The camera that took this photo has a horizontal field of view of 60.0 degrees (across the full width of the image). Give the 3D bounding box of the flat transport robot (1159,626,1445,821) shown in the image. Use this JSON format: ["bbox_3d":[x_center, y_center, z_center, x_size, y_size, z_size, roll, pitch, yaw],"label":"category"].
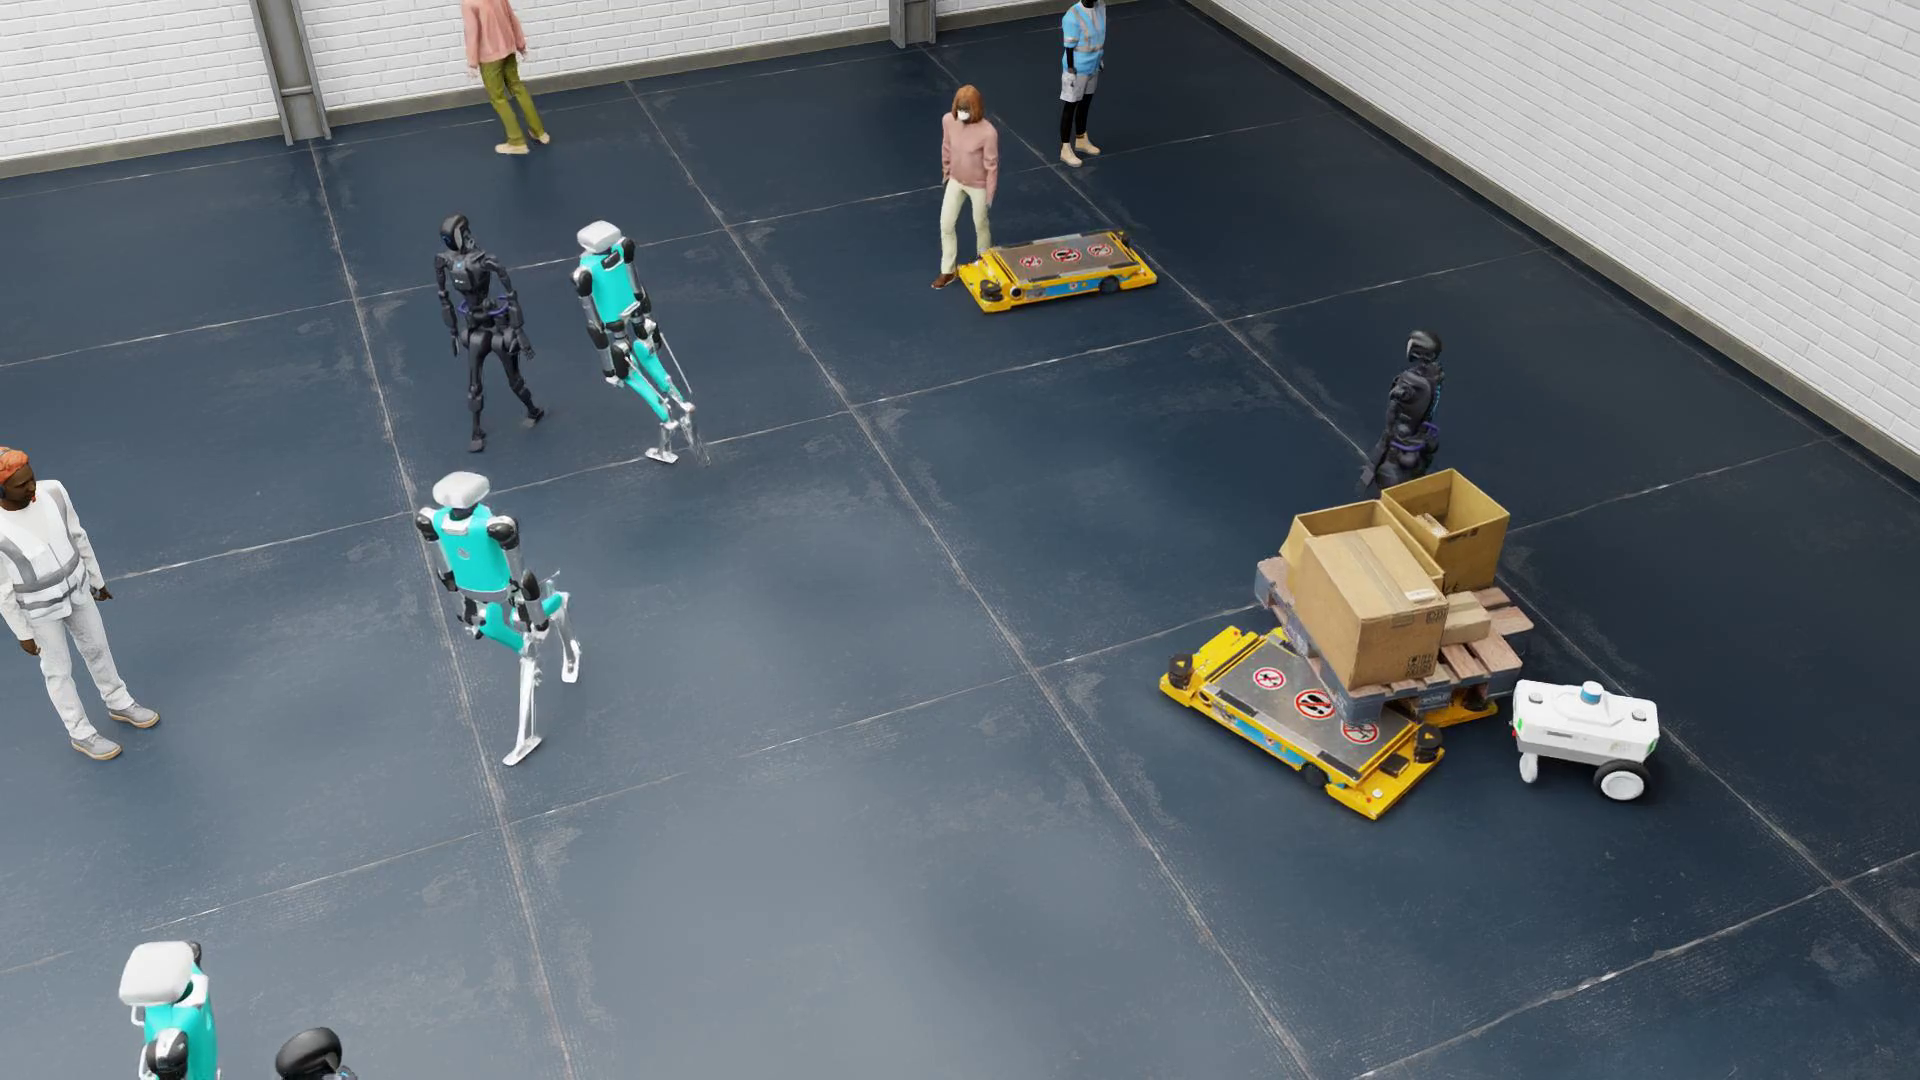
[{"bbox_3d":[1.849,0.938,9.052,1.431,0.231,0.659,31,47,34],"label":"flat transport robot"}]

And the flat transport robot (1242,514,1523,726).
[{"bbox_3d":[2.360,0.652,9.425,1.431,0.231,0.659,-9,38,-11],"label":"flat transport robot"}]

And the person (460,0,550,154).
[{"bbox_3d":[-4.042,-4.243,14.543,0.415,1.796,0.611,17,41,21],"label":"person"}]

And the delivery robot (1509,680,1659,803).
[{"bbox_3d":[3.293,1.017,8.731,0.785,0.613,0.523,9,38,12],"label":"delivery robot"}]

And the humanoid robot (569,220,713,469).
[{"bbox_3d":[-1.953,-1.095,10.579,0.793,1.871,0.572,19,41,23],"label":"humanoid robot"}]

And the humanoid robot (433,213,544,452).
[{"bbox_3d":[-3.105,-1.373,10.931,0.630,1.636,0.608,9,39,12],"label":"humanoid robot"}]

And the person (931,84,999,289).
[{"bbox_3d":[0.016,-2.655,12.620,0.532,1.609,0.647,20,42,24],"label":"person"}]

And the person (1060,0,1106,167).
[{"bbox_3d":[1.074,-4.115,14.456,0.322,1.697,0.530,26,45,30],"label":"person"}]

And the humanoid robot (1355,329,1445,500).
[{"bbox_3d":[2.590,-0.495,9.765,0.328,1.654,0.584,30,47,33],"label":"humanoid robot"}]

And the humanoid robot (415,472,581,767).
[{"bbox_3d":[-2.322,0.240,8.808,0.560,1.777,1.035,9,38,11],"label":"humanoid robot"}]

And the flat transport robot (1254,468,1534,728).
[{"bbox_3d":[2.416,0.552,9.555,0.659,0.231,1.431,-11,39,-14],"label":"flat transport robot"}]

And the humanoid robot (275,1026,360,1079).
[{"bbox_3d":[-2.226,2.315,6.103,0.589,1.648,0.385,27,45,31],"label":"humanoid robot"}]

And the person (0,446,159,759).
[{"bbox_3d":[-4.632,0.317,8.543,0.361,1.880,0.573,14,40,17],"label":"person"}]

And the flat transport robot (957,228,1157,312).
[{"bbox_3d":[0.758,-2.118,13.030,1.431,0.231,0.659,-12,39,-15],"label":"flat transport robot"}]

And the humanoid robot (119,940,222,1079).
[{"bbox_3d":[-3.027,2.219,6.254,0.763,1.860,0.537,-9,38,-11],"label":"humanoid robot"}]
